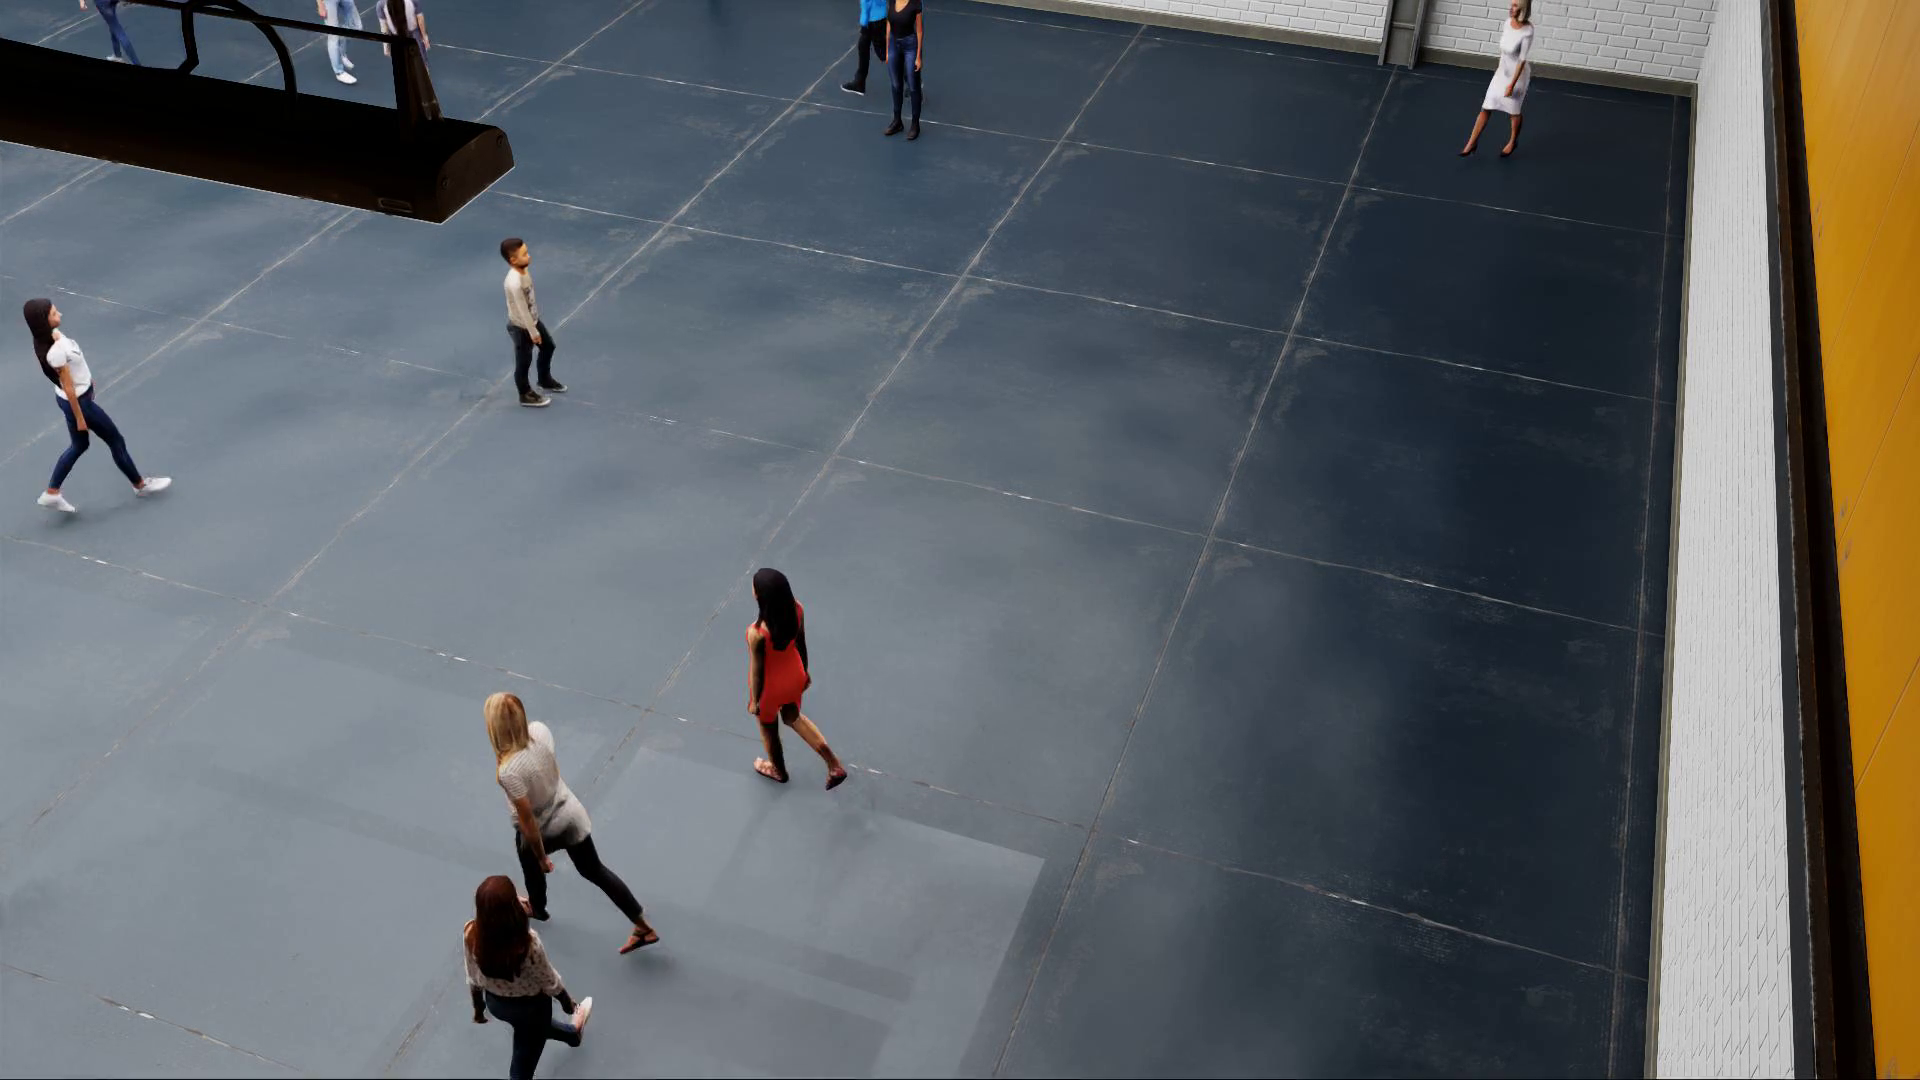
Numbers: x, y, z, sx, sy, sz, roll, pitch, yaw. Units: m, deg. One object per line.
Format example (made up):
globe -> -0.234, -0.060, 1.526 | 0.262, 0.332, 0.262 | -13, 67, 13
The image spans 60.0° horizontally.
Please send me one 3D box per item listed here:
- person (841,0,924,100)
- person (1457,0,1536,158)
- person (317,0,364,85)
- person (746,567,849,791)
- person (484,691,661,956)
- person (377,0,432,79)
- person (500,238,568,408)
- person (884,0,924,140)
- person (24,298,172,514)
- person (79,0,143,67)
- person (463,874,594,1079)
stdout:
person -> -0.808, -5.479, 17.584 | 1.200, 1.762, 0.741 | 7, 39, 9
person -> 5.548, -4.601, 16.519 | 0.954, 1.718, 0.927 | -21, 43, -24
person -> -6.843, -5.904, 18.055 | 0.738, 1.837, 0.725 | 12, 40, 14
person -> -0.989, 0.879, 9.667 | 0.987, 1.705, 0.746 | 25, 45, 28
person -> -2.062, 1.547, 8.781 | 1.198, 1.768, 0.628 | 13, 41, 16
person -> -5.655, -4.996, 17.093 | 1.040, 1.619, 1.026 | -11, 40, -14
person -> -3.500, -1.698, 13.097 | 0.664, 1.452, 0.639 | 1, 39, 2
person -> -0.562, -4.970, 16.967 | 0.497, 1.735, 0.645 | 18, 42, 21
person -> -6.396, -0.925, 11.892 | 1.070, 1.747, 1.132 | -25, 45, -28
person -> -9.289, -5.932, 18.184 | 0.901, 1.721, 0.649 | 17, 42, 20
person -> -2.142, 2.287, 7.921 | 1.055, 1.684, 0.686 | 15, 41, 18
